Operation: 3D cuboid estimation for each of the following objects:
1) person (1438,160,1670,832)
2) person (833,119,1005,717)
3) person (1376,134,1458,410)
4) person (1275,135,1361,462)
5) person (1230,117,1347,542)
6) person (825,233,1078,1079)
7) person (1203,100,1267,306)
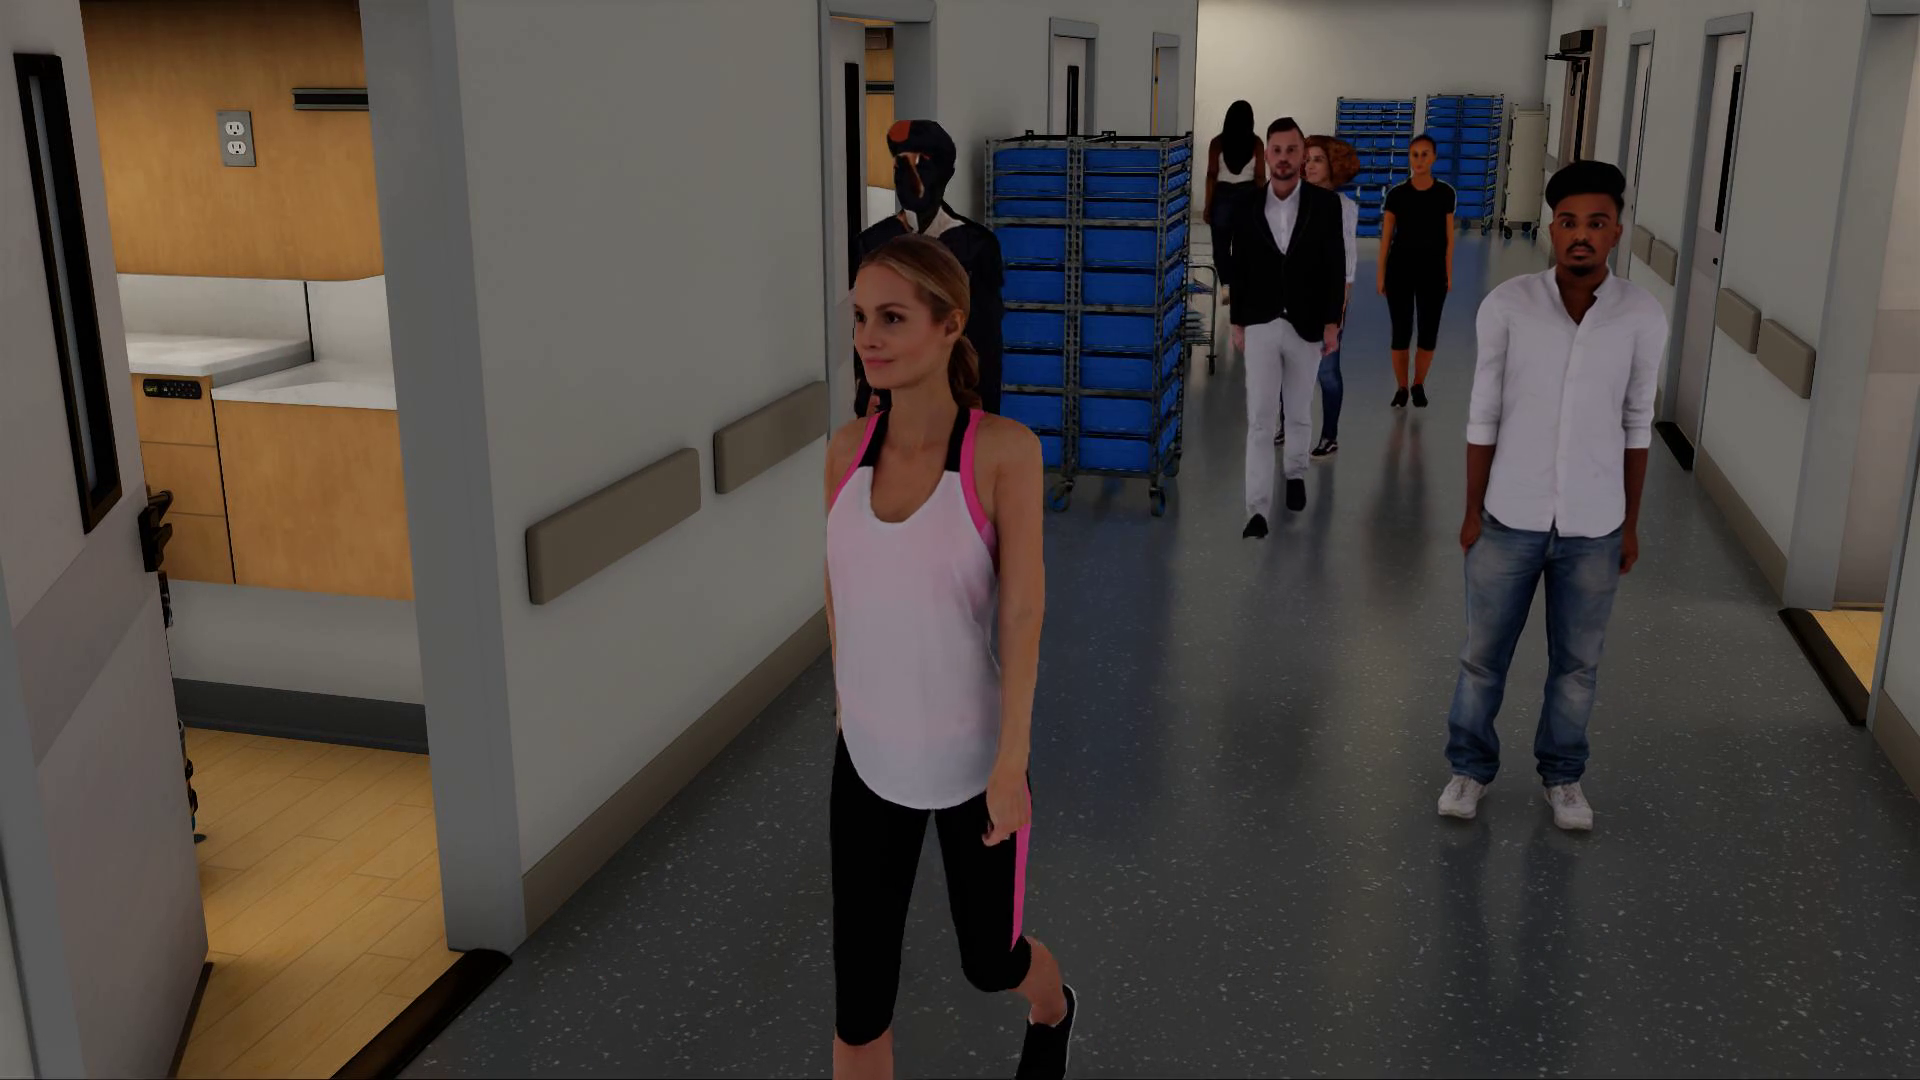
[{"bbox_3d":[1.611,-0.111,4.513,0.634,1.816,0.578,5,16,16],"label":"person"},{"bbox_3d":[-0.075,-0.389,5.397,0.769,1.871,0.921,6,17,20],"label":"person"},{"bbox_3d":[2.810,-1.643,10.240,0.595,1.657,0.604,5,16,16],"label":"person"},{"bbox_3d":[1.925,-1.316,8.975,0.771,1.713,0.749,-15,22,-43],"label":"person"},{"bbox_3d":[1.474,-0.924,7.439,0.675,1.792,1.232,5,16,16],"label":"person"},{"bbox_3d":[0.012,0.383,2.873,0.783,1.755,1.162,8,18,27],"label":"person"},{"bbox_3d":[2.323,-2.813,14.181,0.678,1.771,0.665,5,16,16],"label":"person"}]
